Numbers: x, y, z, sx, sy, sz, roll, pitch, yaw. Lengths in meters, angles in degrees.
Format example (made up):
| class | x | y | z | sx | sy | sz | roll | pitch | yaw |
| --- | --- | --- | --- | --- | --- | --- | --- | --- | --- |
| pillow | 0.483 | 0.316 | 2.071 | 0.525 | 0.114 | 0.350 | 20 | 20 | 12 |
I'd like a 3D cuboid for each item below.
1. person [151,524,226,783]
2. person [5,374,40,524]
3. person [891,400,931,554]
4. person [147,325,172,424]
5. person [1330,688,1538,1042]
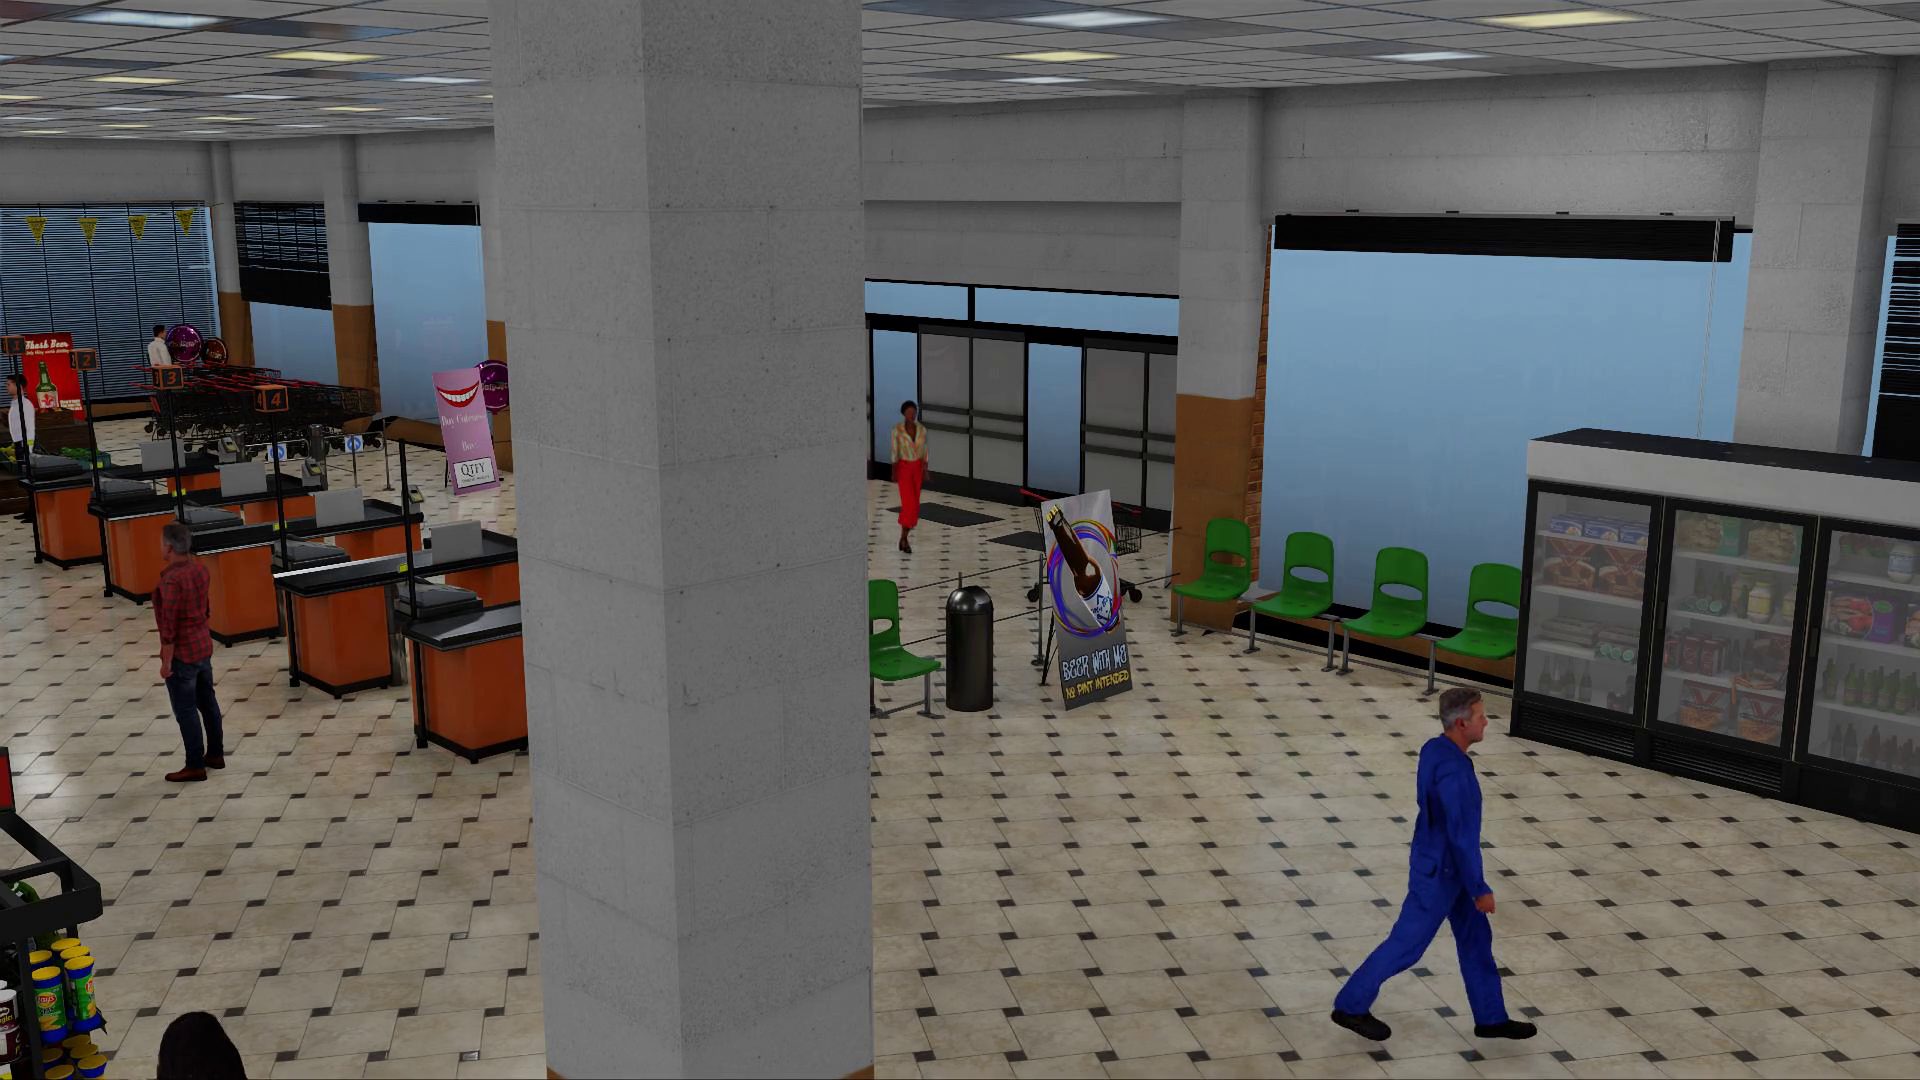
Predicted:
| class | x | y | z | sx | sy | sz | roll | pitch | yaw |
| --- | --- | --- | --- | --- | --- | --- | --- | --- | --- |
| person | -5.473 | 0.783 | 11.793 | 0.817 | 1.831 | 0.722 | 1 | 12 | 7 |
| person | -11.774 | -1.169 | 20.970 | 0.571 | 1.868 | 0.624 | -10 | 16 | -41 |
| person | -0.613 | -0.720 | 19.067 | 0.719 | 1.774 | 0.739 | -6 | 13 | -28 |
| person | -14.056 | -2.886 | 29.274 | 0.681 | 1.807 | 0.582 | 9 | 15 | 38 |
| person | 2.213 | 1.610 | 7.988 | 1.171 | 1.779 | 1.268 | 3 | 12 | 15 |
